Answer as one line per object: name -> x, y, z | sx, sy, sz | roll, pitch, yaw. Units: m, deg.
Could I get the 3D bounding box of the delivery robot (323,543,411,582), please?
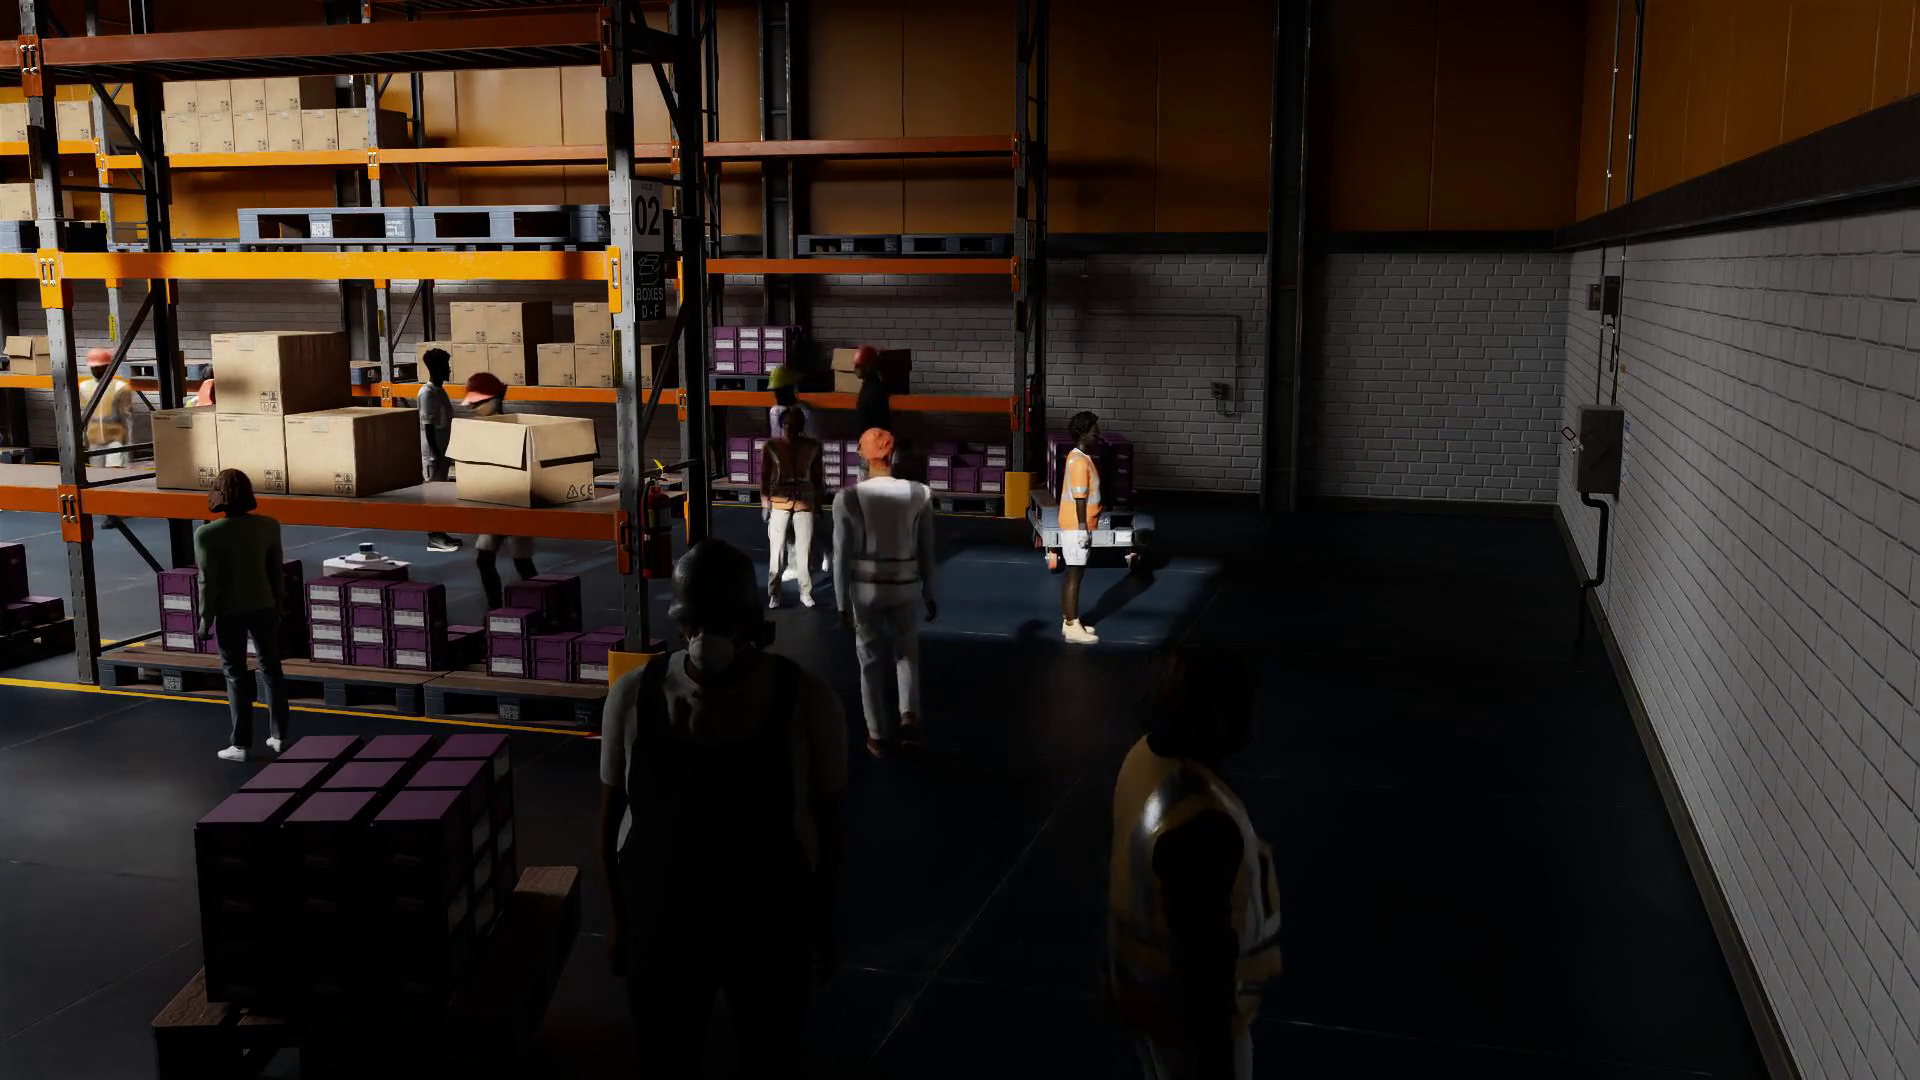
delivery robot -> -4.691, 0.267, 13.166 | 0.707, 0.478, 0.477 | 5, 11, 29

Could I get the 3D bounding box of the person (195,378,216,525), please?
person -> -5.418, -0.230, 12.294 | 0.543, 1.934, 0.368 | 5, 11, 30

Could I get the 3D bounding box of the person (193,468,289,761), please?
person -> -3.997, 0.416, 9.264 | 0.282, 1.633, 0.501 | 7, 12, 38

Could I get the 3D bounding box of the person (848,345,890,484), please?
person -> -0.865, -0.936, 16.458 | 0.475, 1.975, 0.637 | -3, 10, -18

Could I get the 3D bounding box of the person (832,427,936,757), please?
person -> -0.405, 0.315, 9.165 | 0.597, 1.869, 0.599 | -2, 9, -10

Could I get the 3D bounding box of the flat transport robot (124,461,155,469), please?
flat transport robot -> -10.440, -0.854, 21.149 | 0.652, 0.197, 1.431 | 3, 10, 19

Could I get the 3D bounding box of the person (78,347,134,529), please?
person -> -9.043, -1.098, 17.658 | 0.552, 1.914, 0.789 | -1, 9, -8

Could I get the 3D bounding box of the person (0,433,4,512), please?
person -> -10.928, -1.237, 18.655 | 0.328, 1.866, 0.559 | -1, 9, -6

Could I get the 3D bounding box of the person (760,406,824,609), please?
person -> -1.348, -0.261, 13.383 | 0.517, 1.636, 0.314 | -3, 10, -15

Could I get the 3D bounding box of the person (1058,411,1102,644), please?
person -> 0.880, -0.099, 12.208 | 0.322, 1.696, 0.536 | 0, 9, 2

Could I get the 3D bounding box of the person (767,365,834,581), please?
person -> -1.412, -0.588, 14.578 | 0.610, 1.897, 0.622 | -9, 13, -43

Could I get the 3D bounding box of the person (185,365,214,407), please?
person -> -6.918, -0.719, 15.590 | 0.629, 1.837, 0.430 | -6, 11, -33

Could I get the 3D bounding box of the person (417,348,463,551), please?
person -> -5.067, -0.879, 16.145 | 0.372, 1.966, 0.603 | -1, 9, -6

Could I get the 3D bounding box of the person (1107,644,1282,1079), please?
person -> 0.530, 1.151, 4.206 | 0.640, 1.823, 0.632 | 0, 9, -2

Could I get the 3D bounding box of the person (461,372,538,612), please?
person -> -3.281, -0.213, 12.000 | 0.549, 2.010, 0.618 | -8, 13, -42
